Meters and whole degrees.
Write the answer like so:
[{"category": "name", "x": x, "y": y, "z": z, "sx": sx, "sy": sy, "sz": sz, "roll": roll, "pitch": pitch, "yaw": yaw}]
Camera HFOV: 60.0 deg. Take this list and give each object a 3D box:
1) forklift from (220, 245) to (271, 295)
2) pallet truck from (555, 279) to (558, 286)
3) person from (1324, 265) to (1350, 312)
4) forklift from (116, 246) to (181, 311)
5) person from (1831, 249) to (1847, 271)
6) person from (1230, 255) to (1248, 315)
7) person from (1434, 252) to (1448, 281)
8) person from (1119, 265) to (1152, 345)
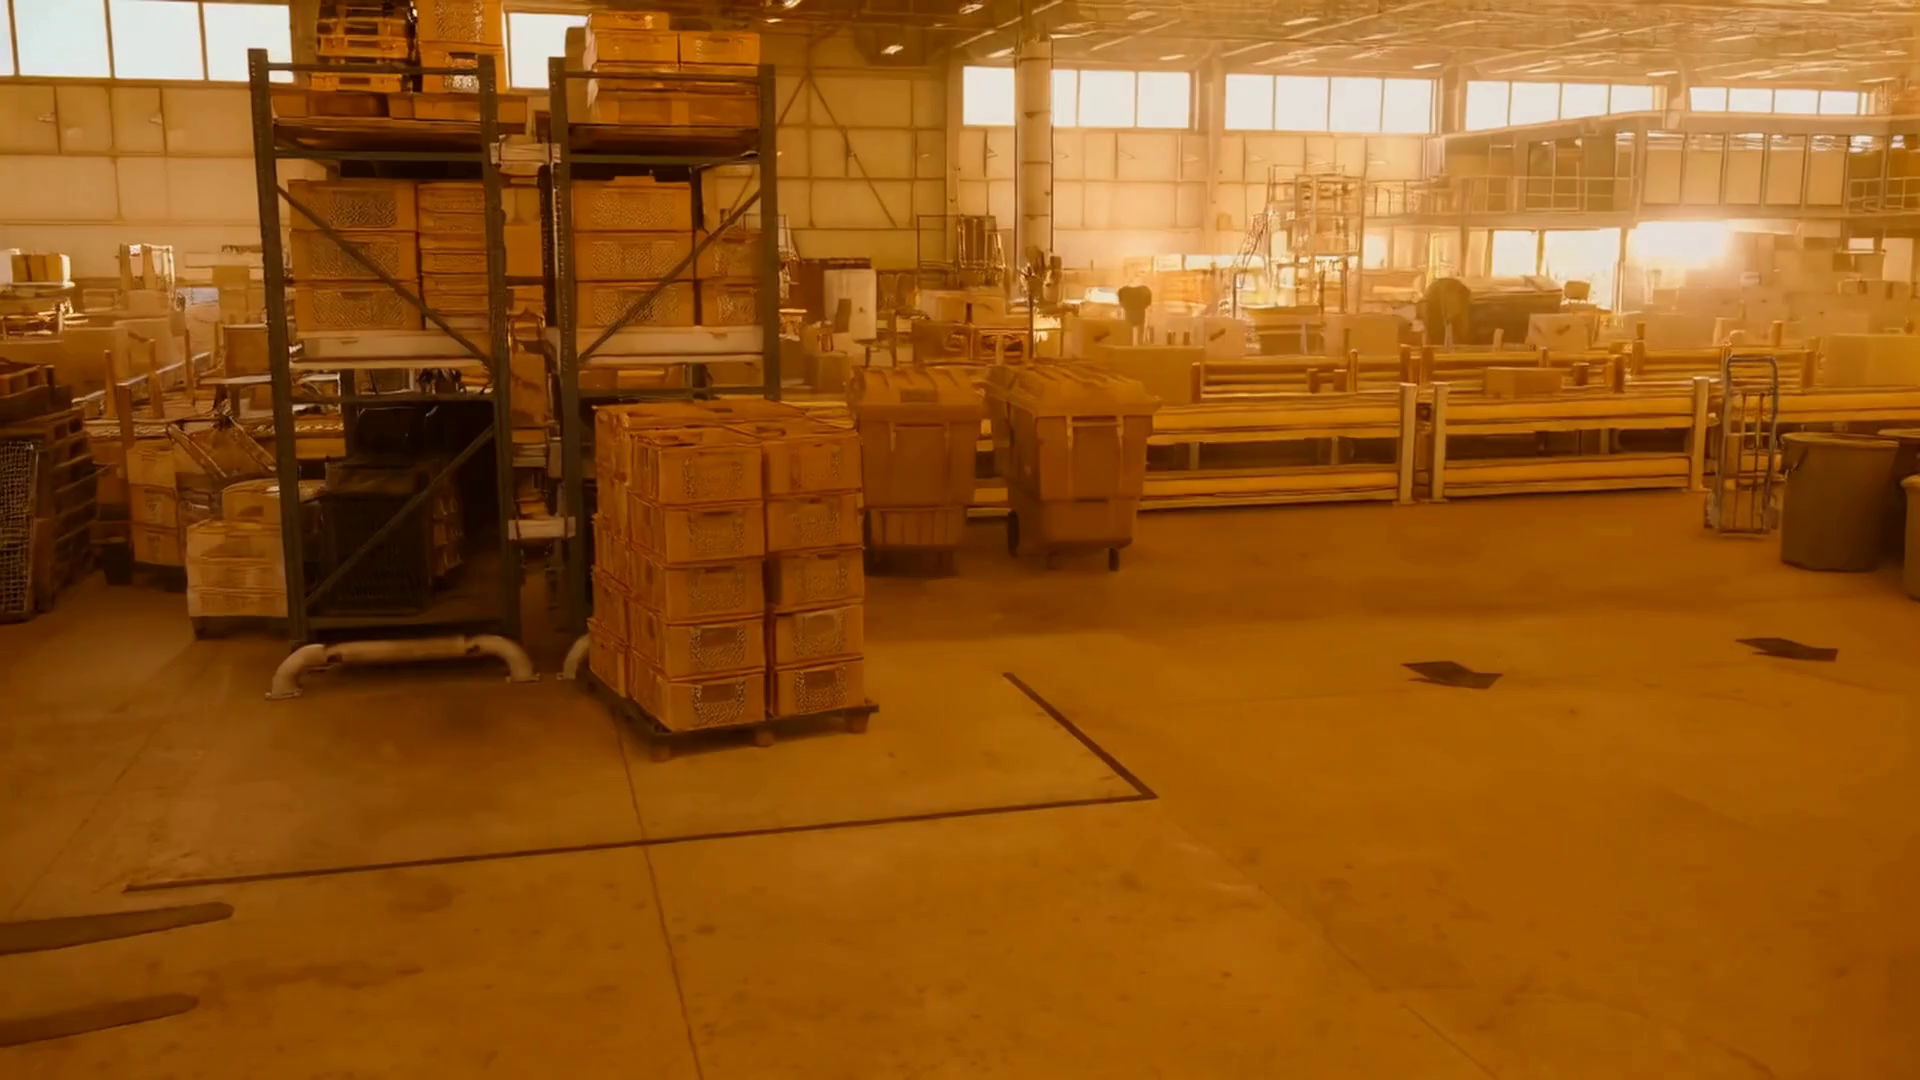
[{"category": "forklift", "x": -17.749, "y": -6.334, "z": 41.440, "sx": 1.157, "sy": 1.987, "sz": 2.680, "roll": -3, "pitch": 10, "yaw": -17}, {"category": "pallet truck", "x": -10.604, "y": -6.375, "z": 44.520, "sx": 0.653, "sy": 1.274, "sz": 1.630, "roll": -3, "pitch": 10, "yaw": -15}, {"category": "person", "x": 7.205, "y": -4.359, "z": 31.804, "sx": 0.524, "sy": 1.764, "sz": 0.329, "roll": -2, "pitch": 10, "yaw": -13}, {"category": "forklift", "x": -19.966, "y": -6.232, "z": 40.894, "sx": 1.157, "sy": 1.987, "sz": 2.680, "roll": -3, "pitch": 10, "yaw": -15}, {"category": "person", "x": 22.837, "y": -6.541, "z": 43.359, "sx": 0.606, "sy": 2.045, "sz": 0.389, "roll": -2, "pitch": 10, "yaw": -13}, {"category": "person", "x": 8.328, "y": -7.579, "z": 49.695, "sx": 0.574, "sy": 1.883, "sz": 0.360, "roll": -2, "pitch": 10, "yaw": -13}, {"category": "person", "x": 15.900, "y": -8.546, "z": 55.031, "sx": 0.544, "sy": 1.933, "sz": 0.376, "roll": -2, "pitch": 10, "yaw": -13}, {"category": "person", "x": 2.504, "y": -2.986, "z": 23.748, "sx": 0.521, "sy": 1.864, "sz": 0.334, "roll": -2, "pitch": 10, "yaw": -13}]
